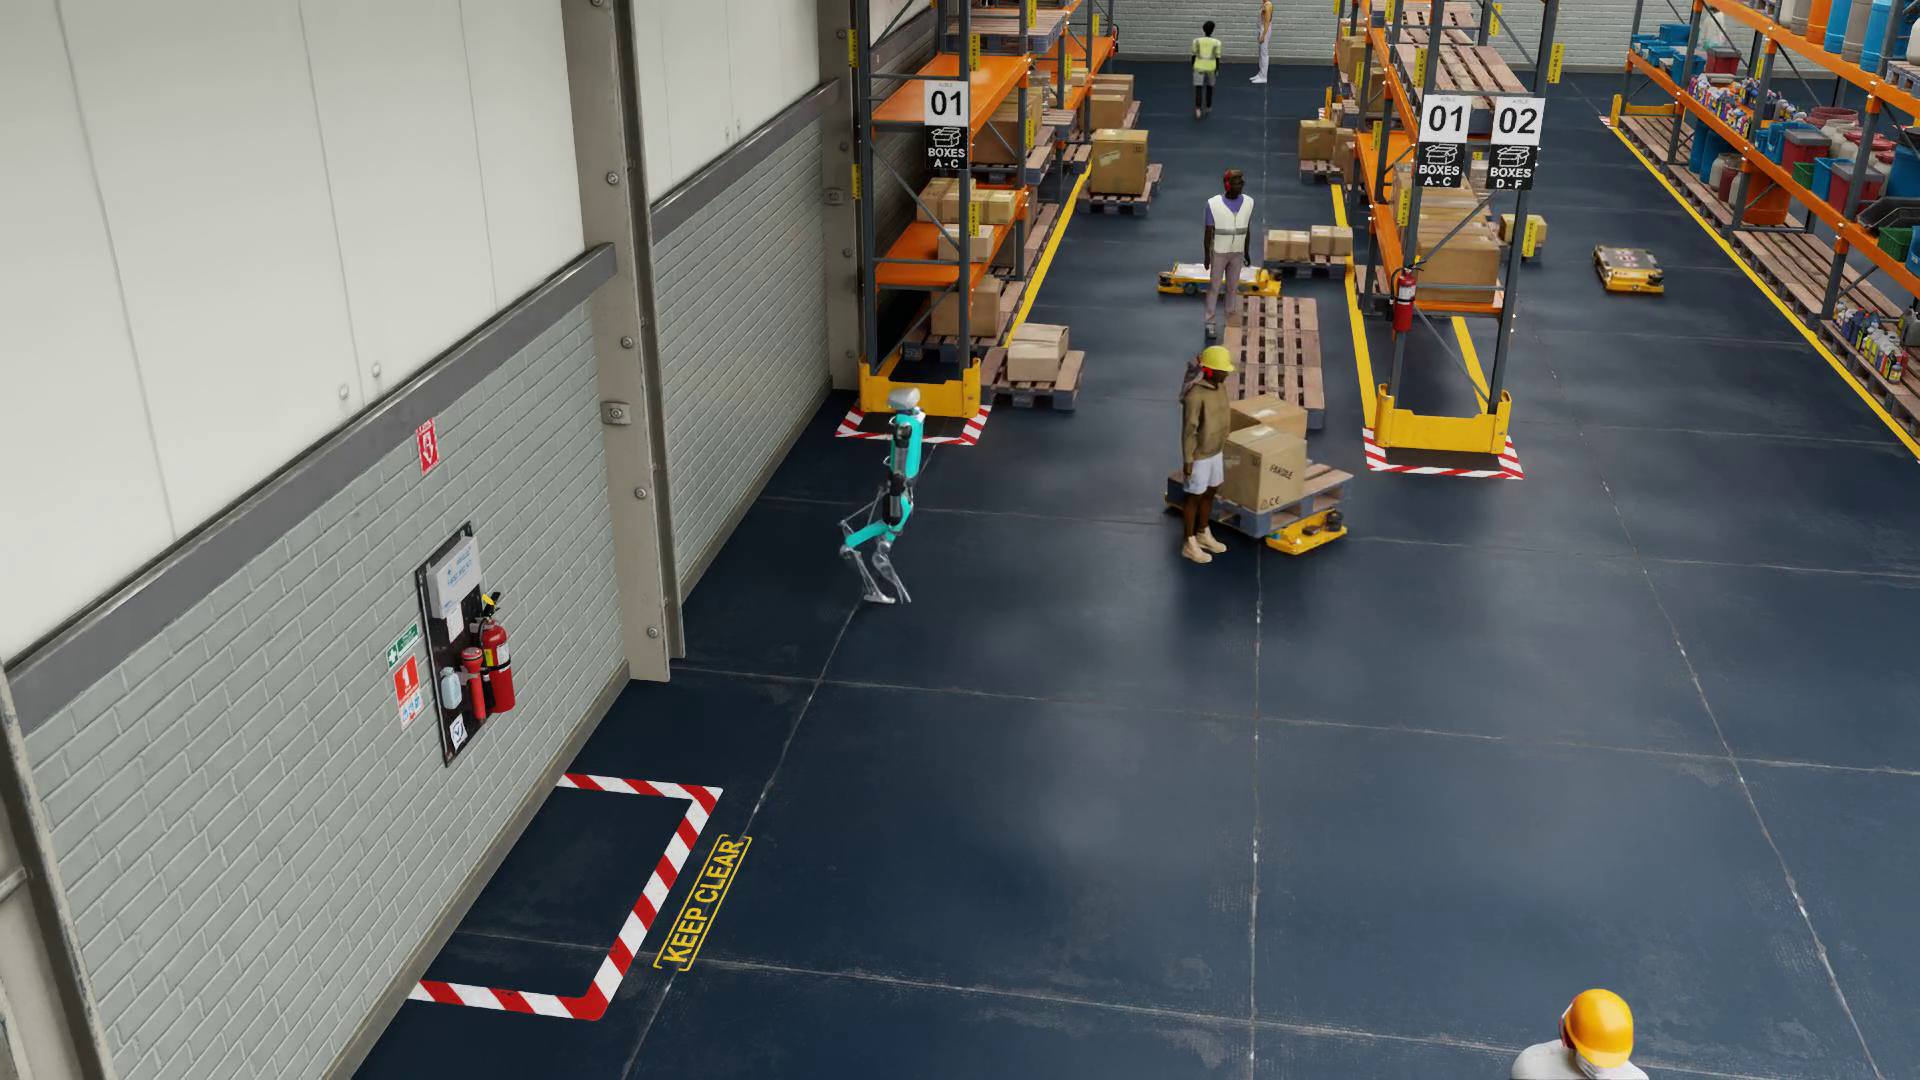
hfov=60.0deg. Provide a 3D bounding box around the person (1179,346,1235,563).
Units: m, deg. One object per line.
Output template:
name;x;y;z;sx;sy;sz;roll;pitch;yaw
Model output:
person;1.922;-0.696;13.095;0.432;1.755;0.551;22;33;38

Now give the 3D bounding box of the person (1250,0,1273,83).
person;5.971;-10.011;32.902;0.373;1.863;0.509;1;25;3

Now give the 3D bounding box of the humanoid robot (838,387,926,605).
humanoid robot;-0.592;-0.257;12.198;0.820;1.796;0.542;4;25;9

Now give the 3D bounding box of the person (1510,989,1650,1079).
person;2.250;2.439;6.230;0.569;1.889;0.389;8;26;17

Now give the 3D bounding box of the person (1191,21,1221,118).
person;4.385;-8.417;29.714;0.536;1.663;0.754;4;25;9

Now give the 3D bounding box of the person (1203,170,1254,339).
person;2.917;-3.137;18.205;0.568;1.848;0.385;-9;27;-19

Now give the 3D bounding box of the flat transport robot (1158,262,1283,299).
flat transport robot;3.138;-3.117;20.029;1.431;0.231;0.659;6;26;12

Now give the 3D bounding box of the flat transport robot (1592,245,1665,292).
flat transport robot;8.233;-3.348;20.524;0.659;0.231;1.431;5;26;11

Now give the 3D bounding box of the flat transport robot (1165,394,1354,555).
flat transport robot;2.464;-0.258;13.910;0.659;0.231;1.431;-20;31;-36

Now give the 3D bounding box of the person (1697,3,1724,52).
person;14.543;-9.669;32.305;0.443;1.749;0.553;-4;25;-8
